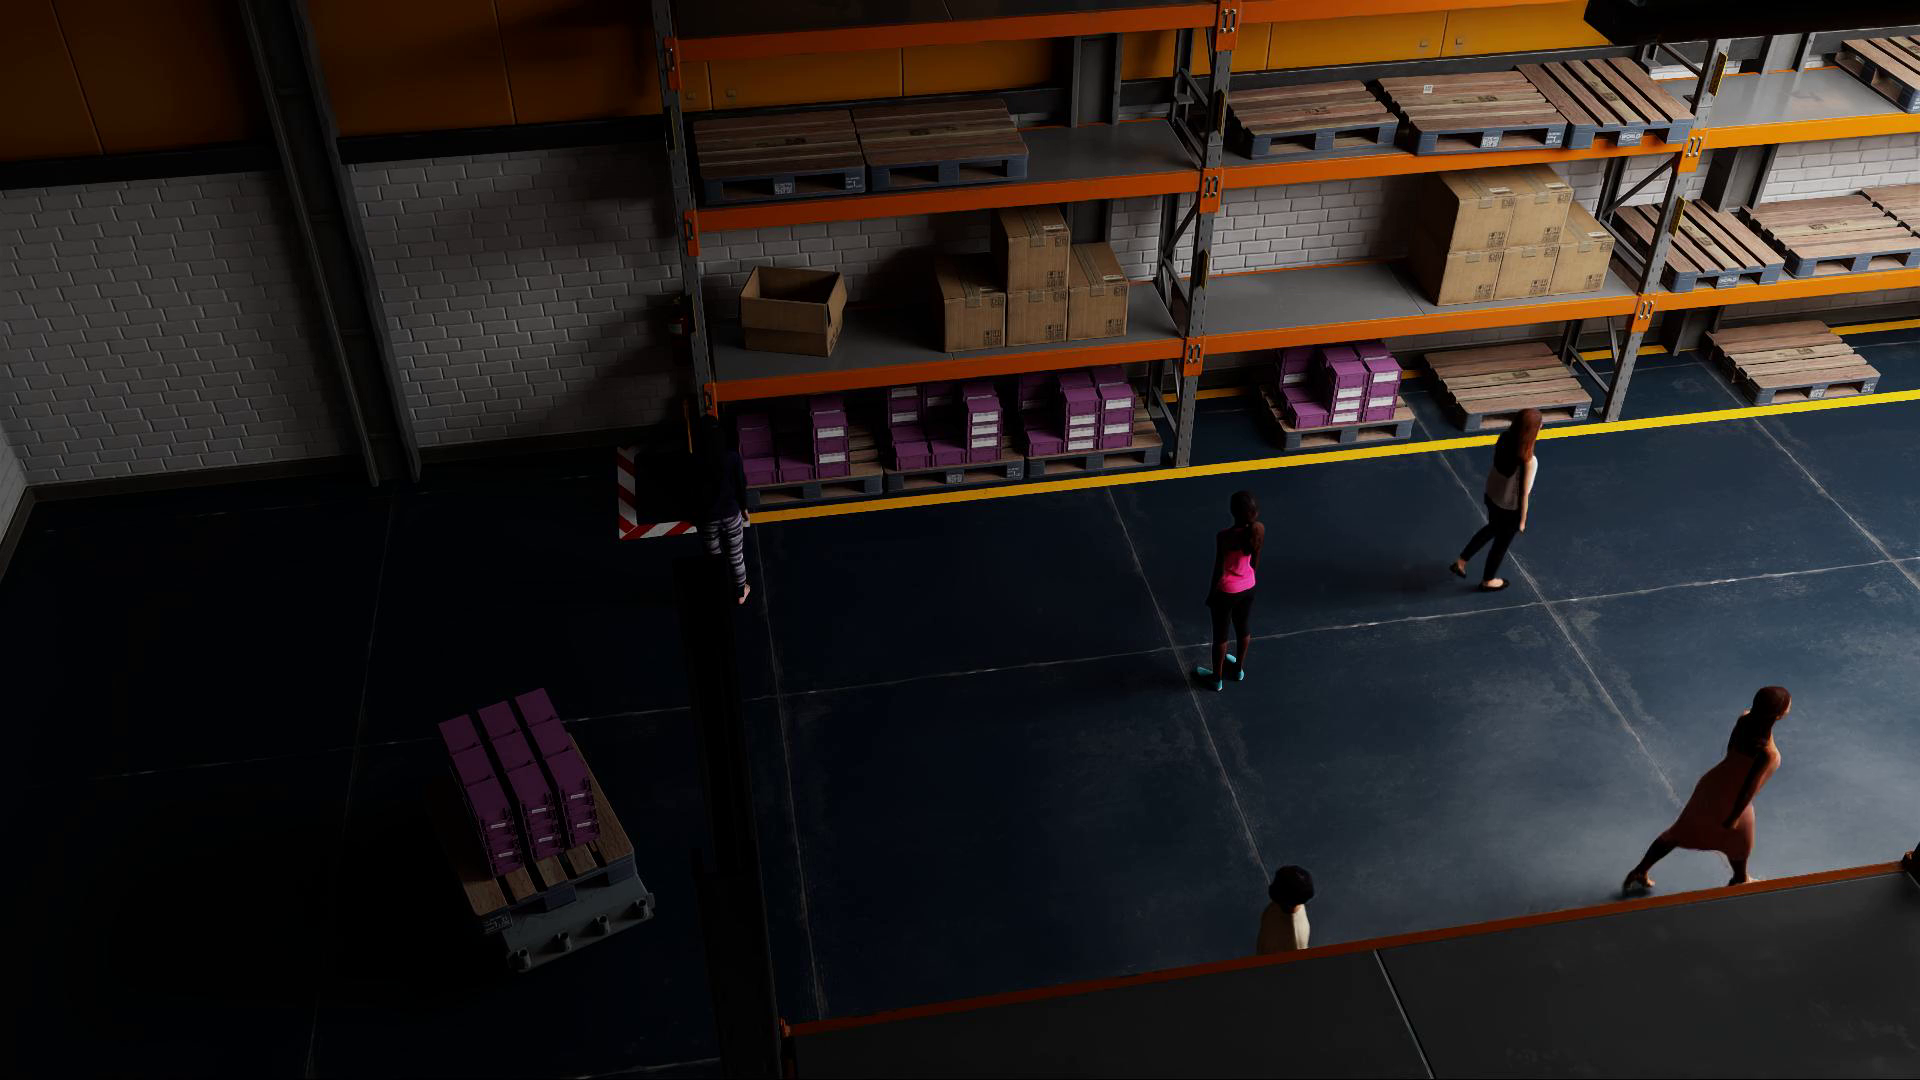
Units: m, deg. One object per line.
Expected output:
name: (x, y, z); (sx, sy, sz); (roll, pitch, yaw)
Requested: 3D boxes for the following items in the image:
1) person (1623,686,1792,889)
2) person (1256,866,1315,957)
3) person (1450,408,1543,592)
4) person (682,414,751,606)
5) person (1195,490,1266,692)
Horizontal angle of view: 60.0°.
person: (4.601, 1.592, 10.210); (1.128, 1.781, 0.637); (-4, 39, -5)
person: (1.792, 2.393, 9.363); (0.529, 1.587, 0.627); (0, 39, 0)
person: (4.058, -0.277, 12.602); (0.750, 1.715, 0.629); (-9, 40, -12)
person: (-1.820, -0.211, 12.505); (0.448, 1.734, 0.664); (-6, 39, -7)
person: (1.947, 0.353, 11.807); (0.585, 1.723, 0.683); (-19, 42, -22)
